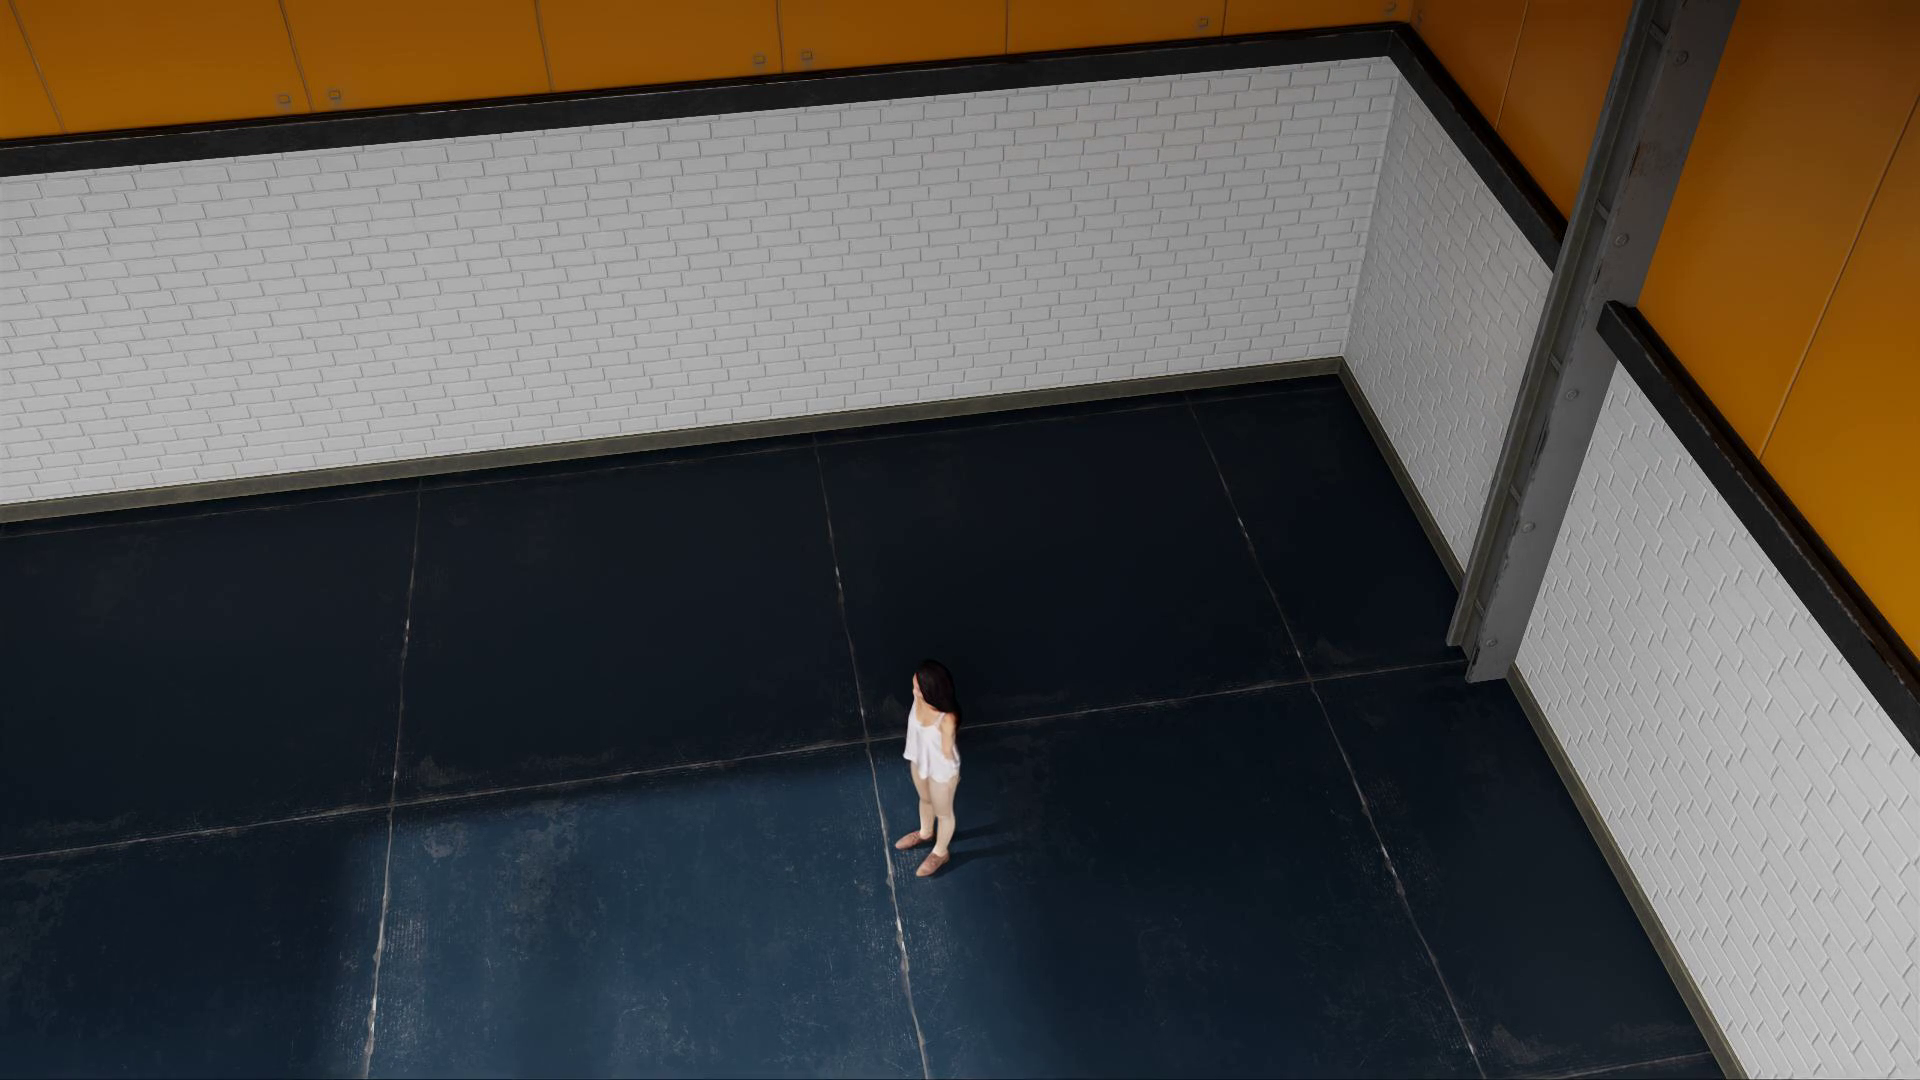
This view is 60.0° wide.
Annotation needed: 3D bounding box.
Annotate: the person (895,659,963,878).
[{"bbox_3d":[-0.136,1.271,9.618,0.643,1.651,0.703,25,49,24],"label":"person"}]
